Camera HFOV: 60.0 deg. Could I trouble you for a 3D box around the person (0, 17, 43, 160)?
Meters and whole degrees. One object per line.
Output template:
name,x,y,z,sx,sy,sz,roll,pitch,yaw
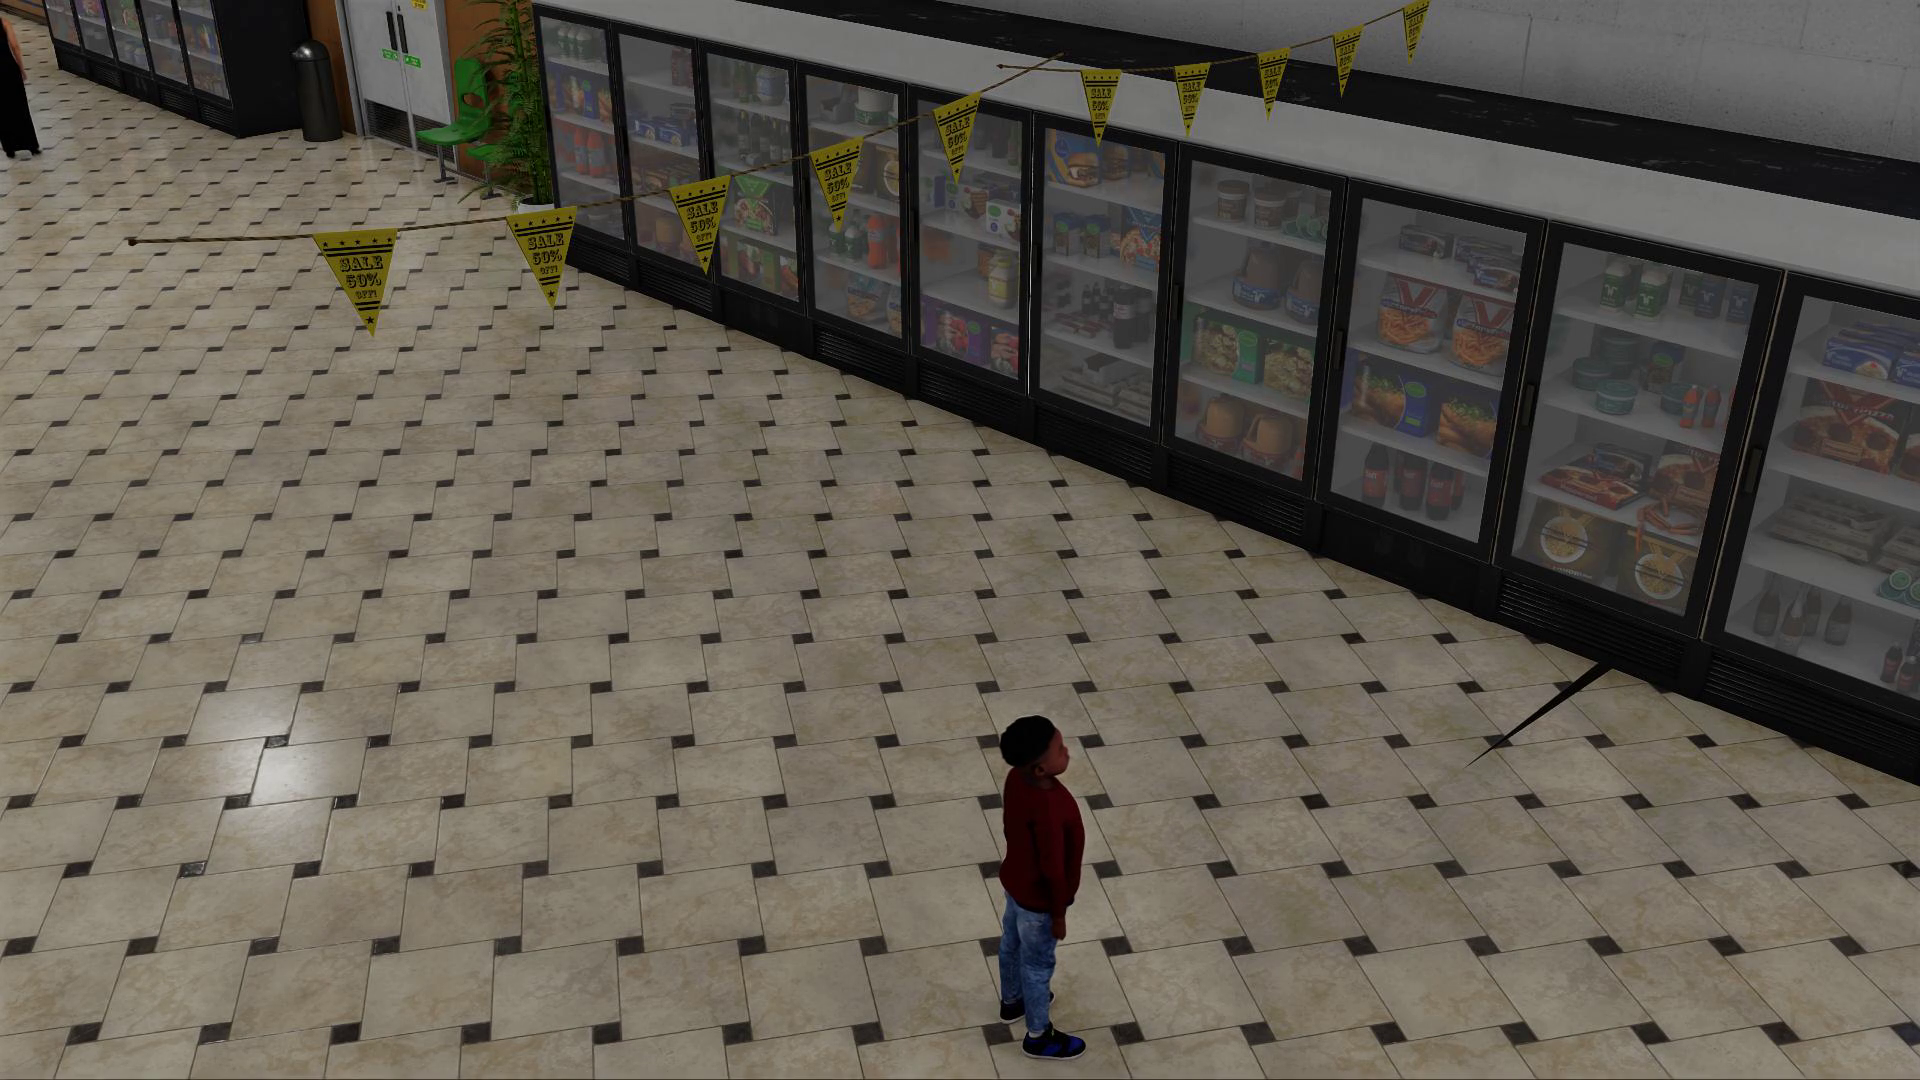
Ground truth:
person,-9.254,-4.500,16.037,0.567,1.603,0.706,-12,29,-22

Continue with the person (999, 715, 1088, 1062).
person,0.238,1.107,5.364,0.602,1.256,0.581,-9,28,-17
